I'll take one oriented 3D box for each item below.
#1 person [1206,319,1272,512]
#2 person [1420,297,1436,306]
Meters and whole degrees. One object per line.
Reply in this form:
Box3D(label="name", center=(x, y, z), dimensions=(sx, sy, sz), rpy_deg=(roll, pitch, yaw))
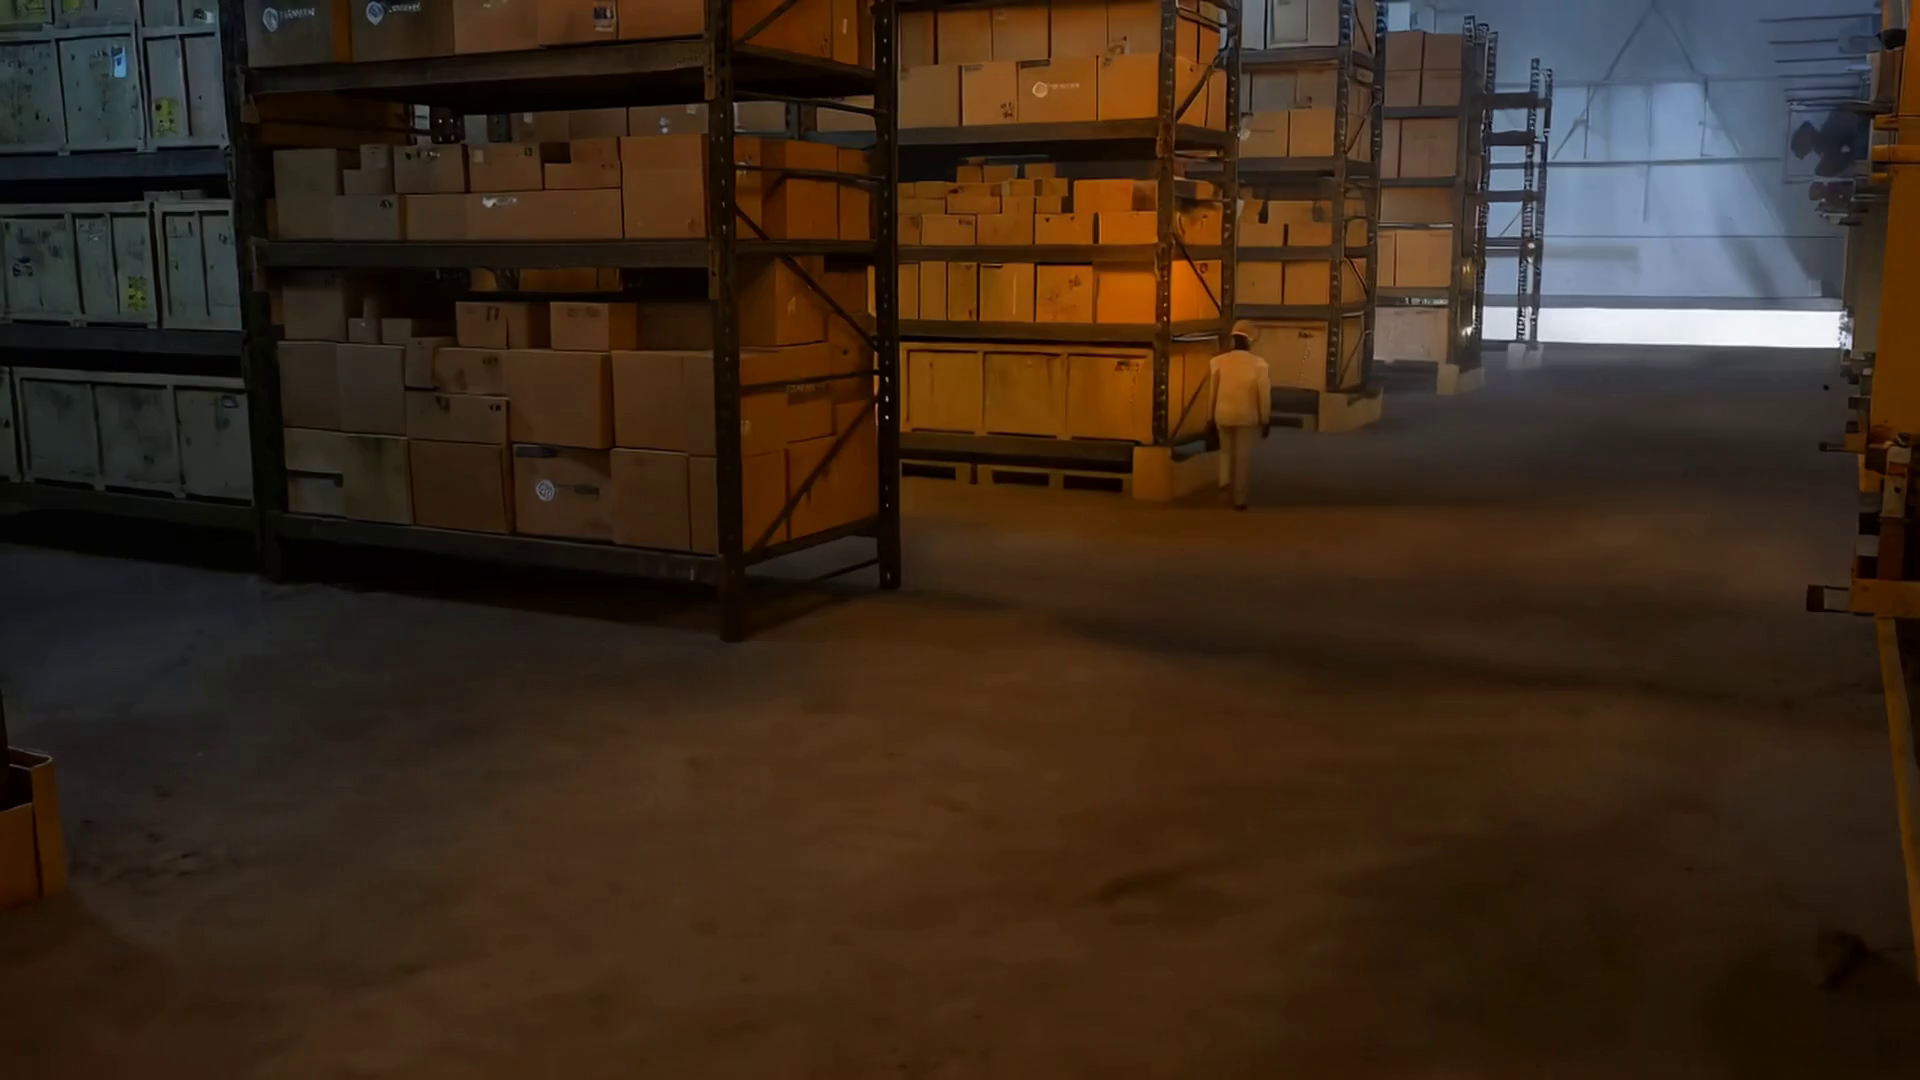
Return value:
Box3D(label="person", center=(2.527, -1.119, 15.029), dimensions=(0.586, 1.733, 0.398), rpy_deg=(4, 11, 24))
Box3D(label="person", center=(9.320, -4.216, 33.238), dimensions=(0.314, 1.641, 0.515), rpy_deg=(9, 13, 43))
